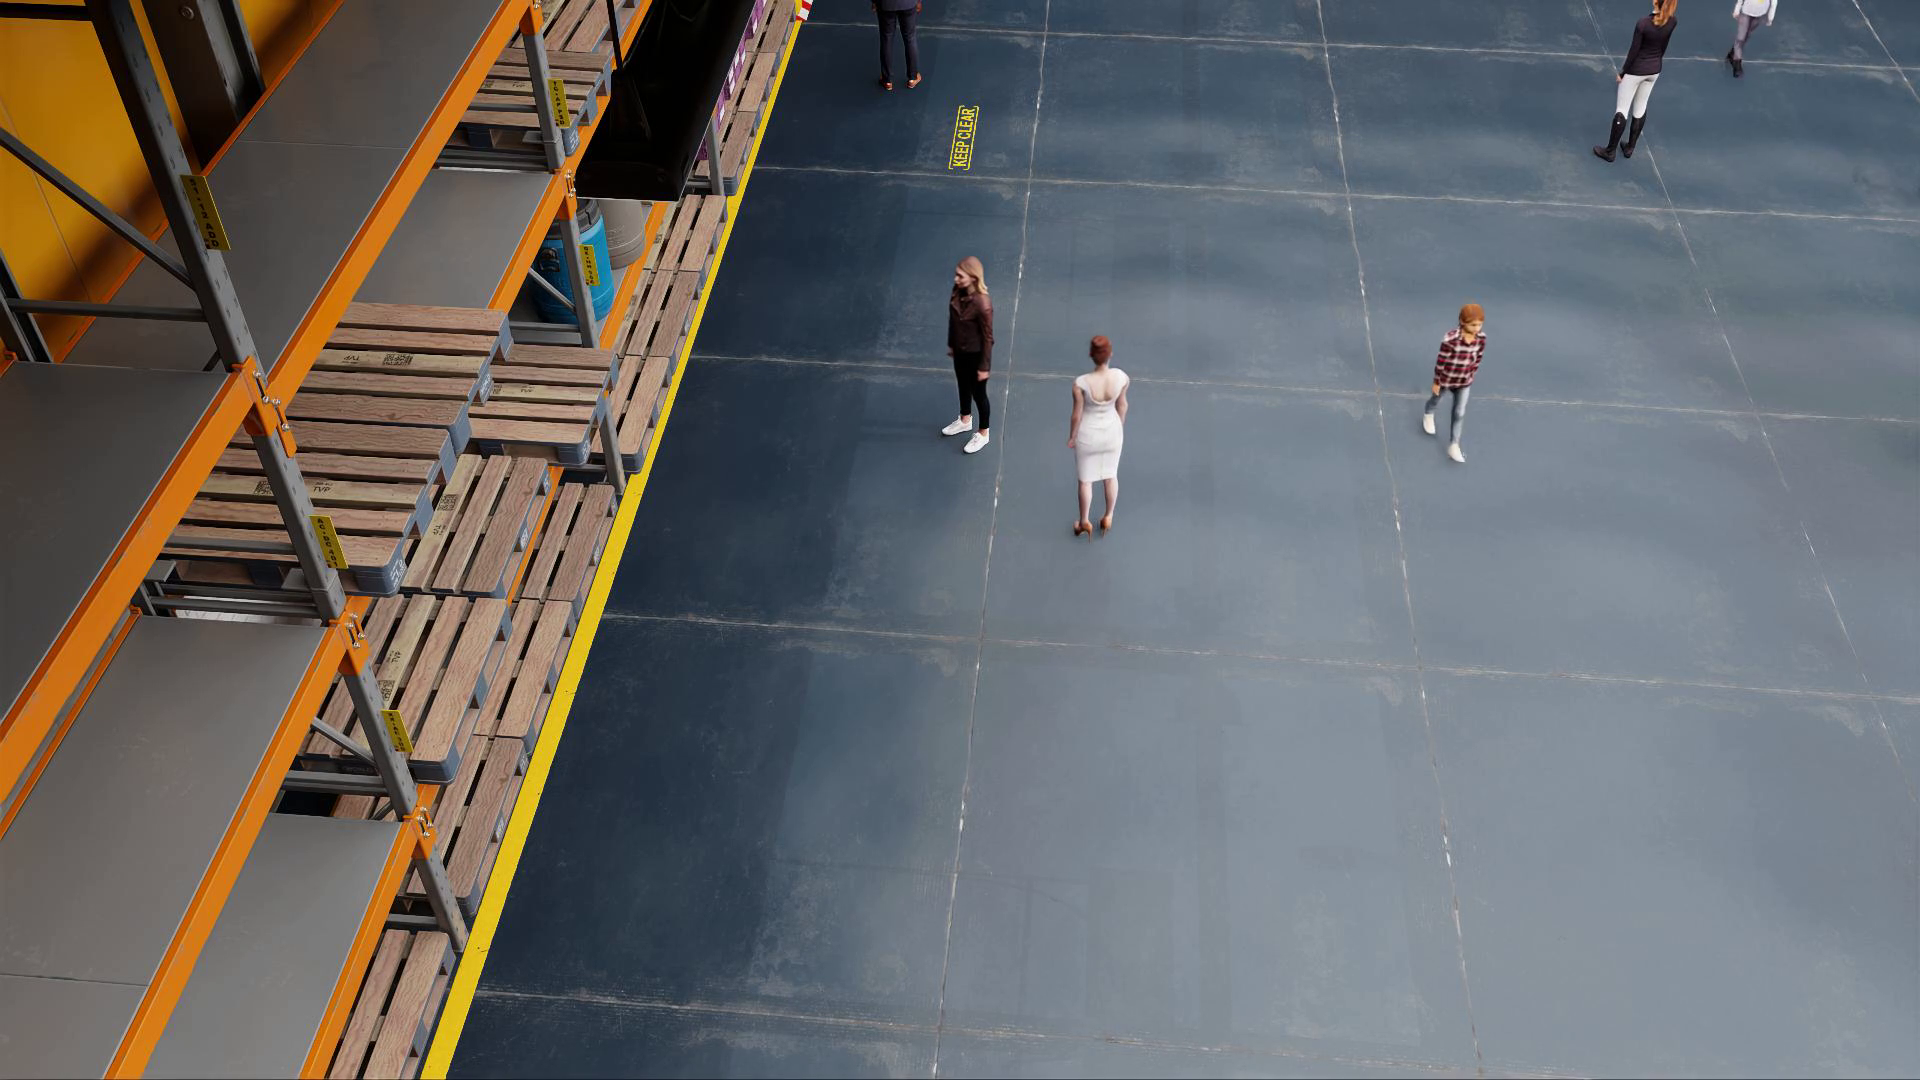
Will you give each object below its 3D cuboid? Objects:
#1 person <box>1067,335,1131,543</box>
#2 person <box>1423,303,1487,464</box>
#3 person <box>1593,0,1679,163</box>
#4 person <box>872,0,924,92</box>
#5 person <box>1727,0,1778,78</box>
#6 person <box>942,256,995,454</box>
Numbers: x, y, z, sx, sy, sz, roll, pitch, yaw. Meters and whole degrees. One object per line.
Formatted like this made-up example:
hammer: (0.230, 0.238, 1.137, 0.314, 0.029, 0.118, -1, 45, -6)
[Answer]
person: (0.968, -0.707, 11.684, 0.628, 1.799, 0.580, -9, 44, -9)
person: (3.731, -1.281, 12.667, 0.631, 1.273, 0.920, -4, 44, -4)
person: (6.368, -4.362, 15.571, 0.638, 1.729, 0.657, -12, 45, -12)
person: (-0.626, -5.358, 16.547, 0.726, 1.824, 0.656, -3, 44, -3)
person: (8.104, -5.425, 17.036, 0.513, 1.248, 0.858, 3, 44, 3)
person: (0.092, -1.414, 12.495, 0.735, 1.703, 0.651, -25, 49, -24)
